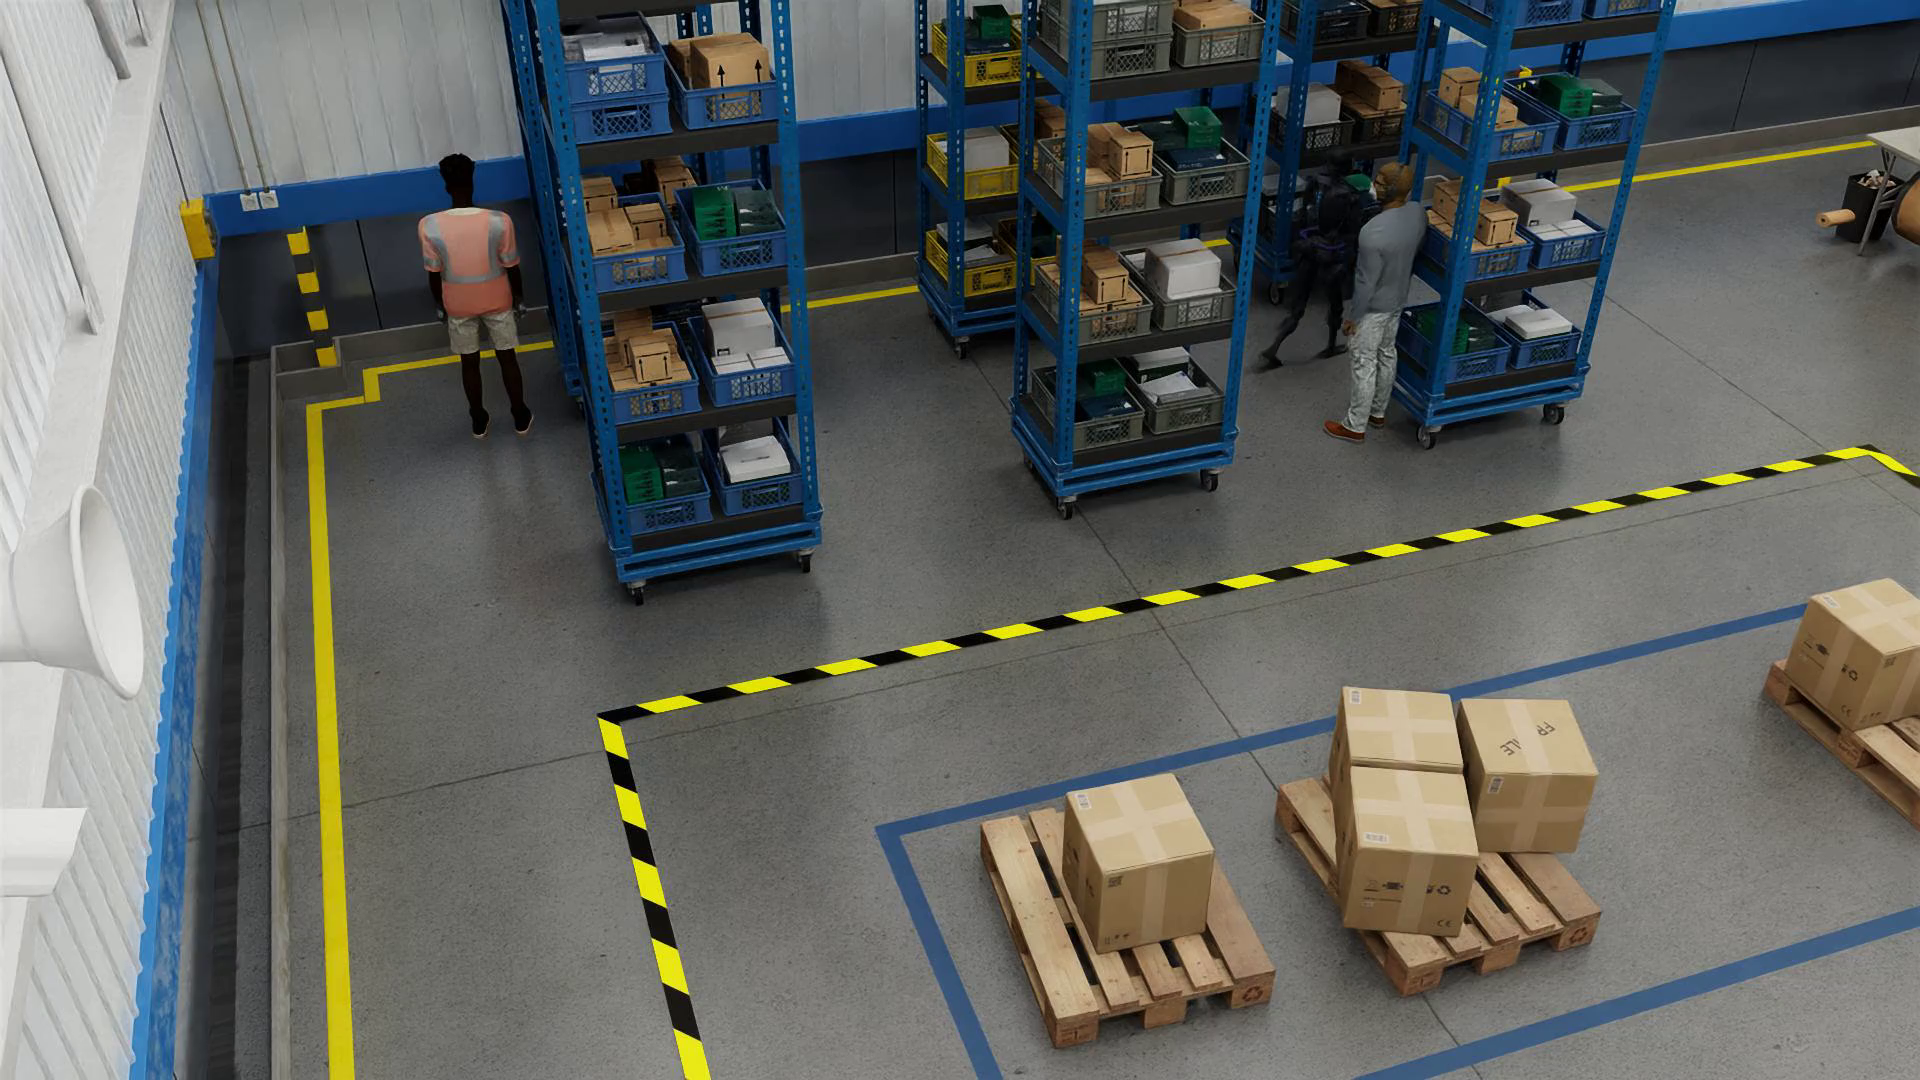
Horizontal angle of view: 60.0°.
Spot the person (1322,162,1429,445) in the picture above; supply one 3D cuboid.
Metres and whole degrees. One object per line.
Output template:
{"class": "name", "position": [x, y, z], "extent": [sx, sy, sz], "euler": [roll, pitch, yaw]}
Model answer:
{"class": "person", "position": [2.700, -1.532, 10.779], "extent": [0.363, 1.939, 0.634], "euler": [30, 45, 35]}

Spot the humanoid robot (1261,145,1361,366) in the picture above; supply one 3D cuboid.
{"class": "humanoid robot", "position": [2.509, -1.970, 11.675], "extent": [0.722, 1.652, 0.612], "euler": [-21, 40, -27]}

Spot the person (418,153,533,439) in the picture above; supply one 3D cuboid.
{"class": "person", "position": [-3.122, -1.558, 10.806], "extent": [0.596, 1.958, 0.370], "euler": [-9, 36, -12]}
